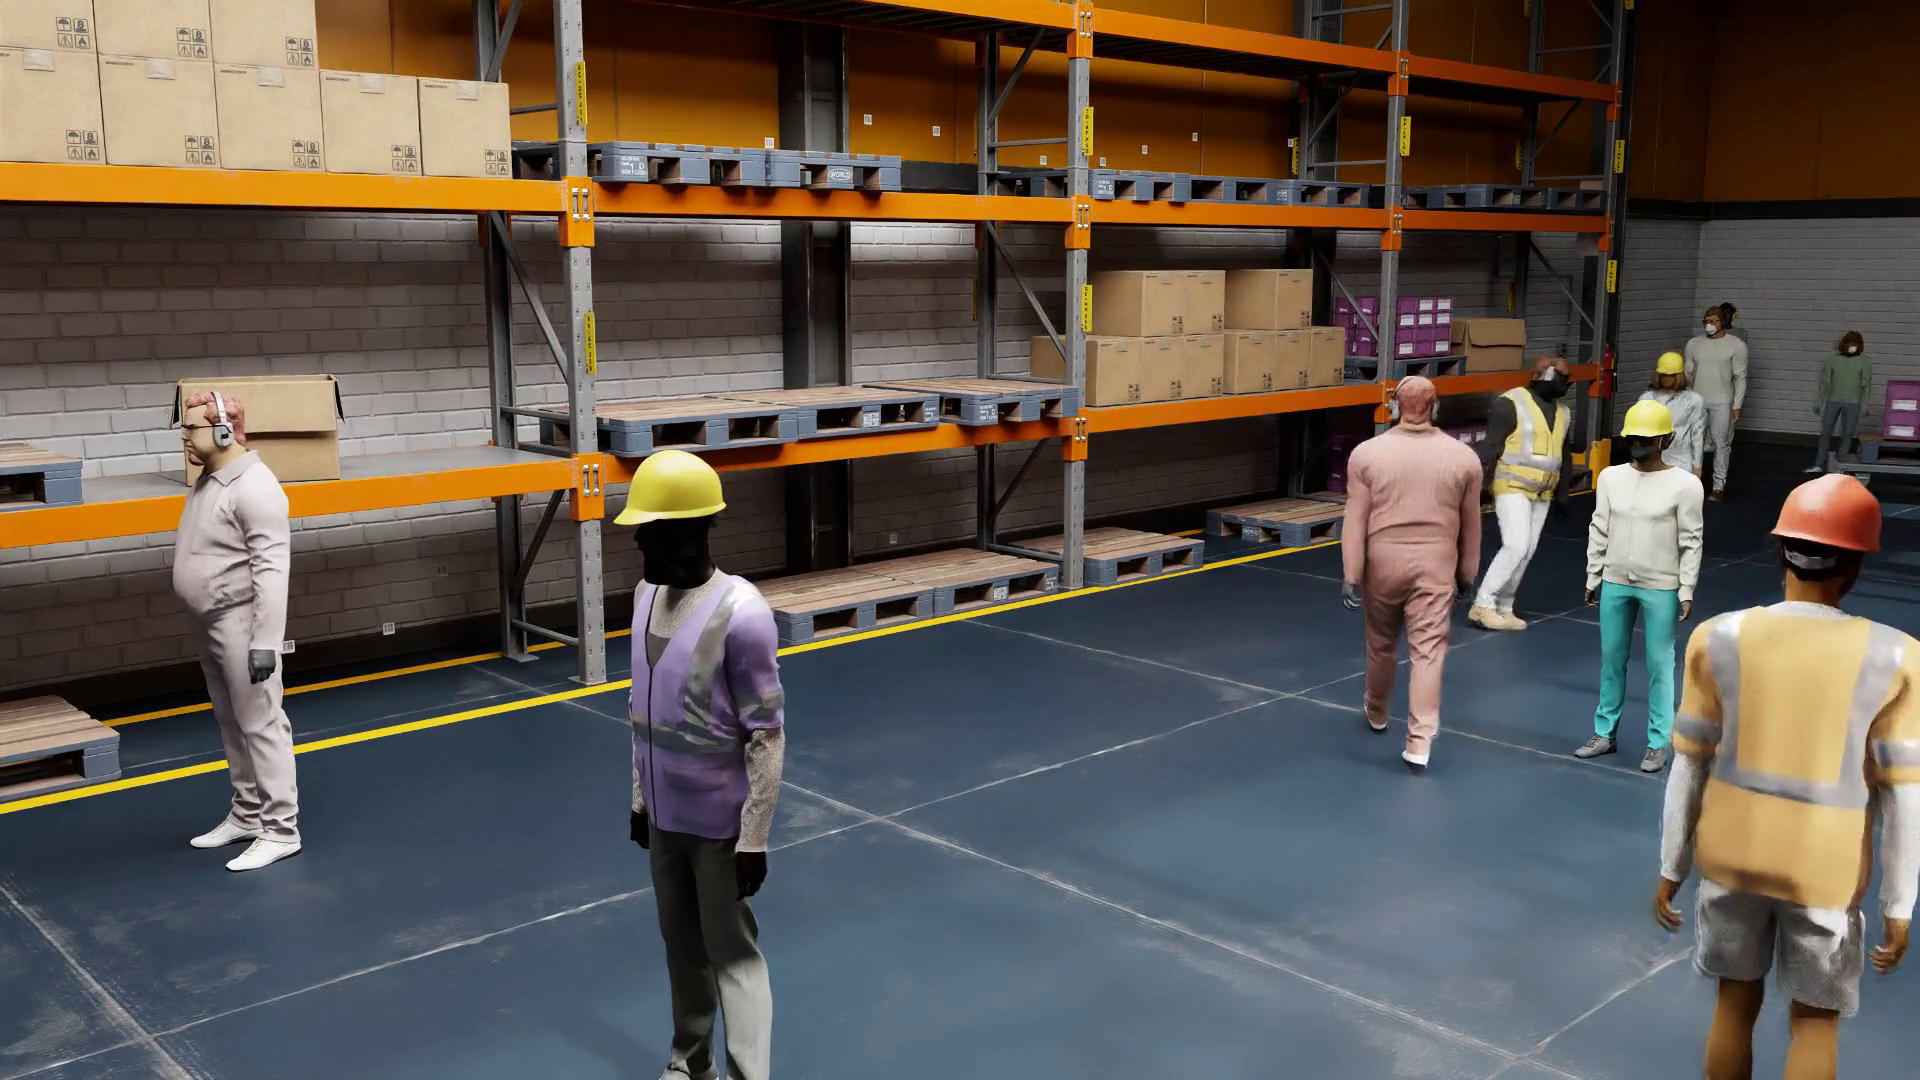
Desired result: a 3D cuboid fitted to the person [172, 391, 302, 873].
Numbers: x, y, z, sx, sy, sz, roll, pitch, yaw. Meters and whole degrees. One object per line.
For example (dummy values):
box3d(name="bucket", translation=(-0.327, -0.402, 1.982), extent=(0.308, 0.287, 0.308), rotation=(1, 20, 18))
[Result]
box3d(name="person", translation=(-2.910, 0.357, 6.641), extent=(0.405, 1.906, 0.652), rotation=(-9, 13, -42))

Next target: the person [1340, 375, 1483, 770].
box3d(name="person", translation=(2.189, 0.130, 8.115), extent=(0.666, 1.854, 1.019), rotation=(1, 10, 8))

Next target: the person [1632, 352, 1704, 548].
box3d(name="person", translation=(5.474, -0.605, 12.908), extent=(0.510, 1.690, 0.741), rotation=(7, 12, 35))

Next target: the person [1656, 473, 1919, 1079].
box3d(name="person", translation=(1.991, 0.799, 4.033), extent=(0.572, 1.912, 0.674), rotation=(7, 12, 35))

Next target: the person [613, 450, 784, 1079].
box3d(name="person", translation=(-0.723, 0.714, 4.490), extent=(0.376, 1.925, 0.594), rotation=(-9, 13, -42))

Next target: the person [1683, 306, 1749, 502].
box3d(name="person", translation=(7.469, -1.352, 16.550), extent=(0.355, 1.938, 0.636), rotation=(-9, 13, -42))

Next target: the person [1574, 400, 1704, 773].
box3d(name="person", translation=(3.213, 0.217, 7.881), extent=(0.325, 1.765, 0.534), rotation=(-9, 13, -42))

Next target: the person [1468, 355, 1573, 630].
box3d(name="person", translation=(3.680, -0.298, 10.811), extent=(0.710, 1.792, 0.432), rotation=(-6, 11, -31))

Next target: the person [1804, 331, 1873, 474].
box3d(name="person", translation=(9.747, -1.512, 18.465), extent=(0.637, 1.604, 0.337), rotation=(5, 11, 29))

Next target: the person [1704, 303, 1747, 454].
box3d(name="person", translation=(9.365, -1.978, 20.432), extent=(0.311, 1.865, 0.534), rotation=(-9, 13, -42))
